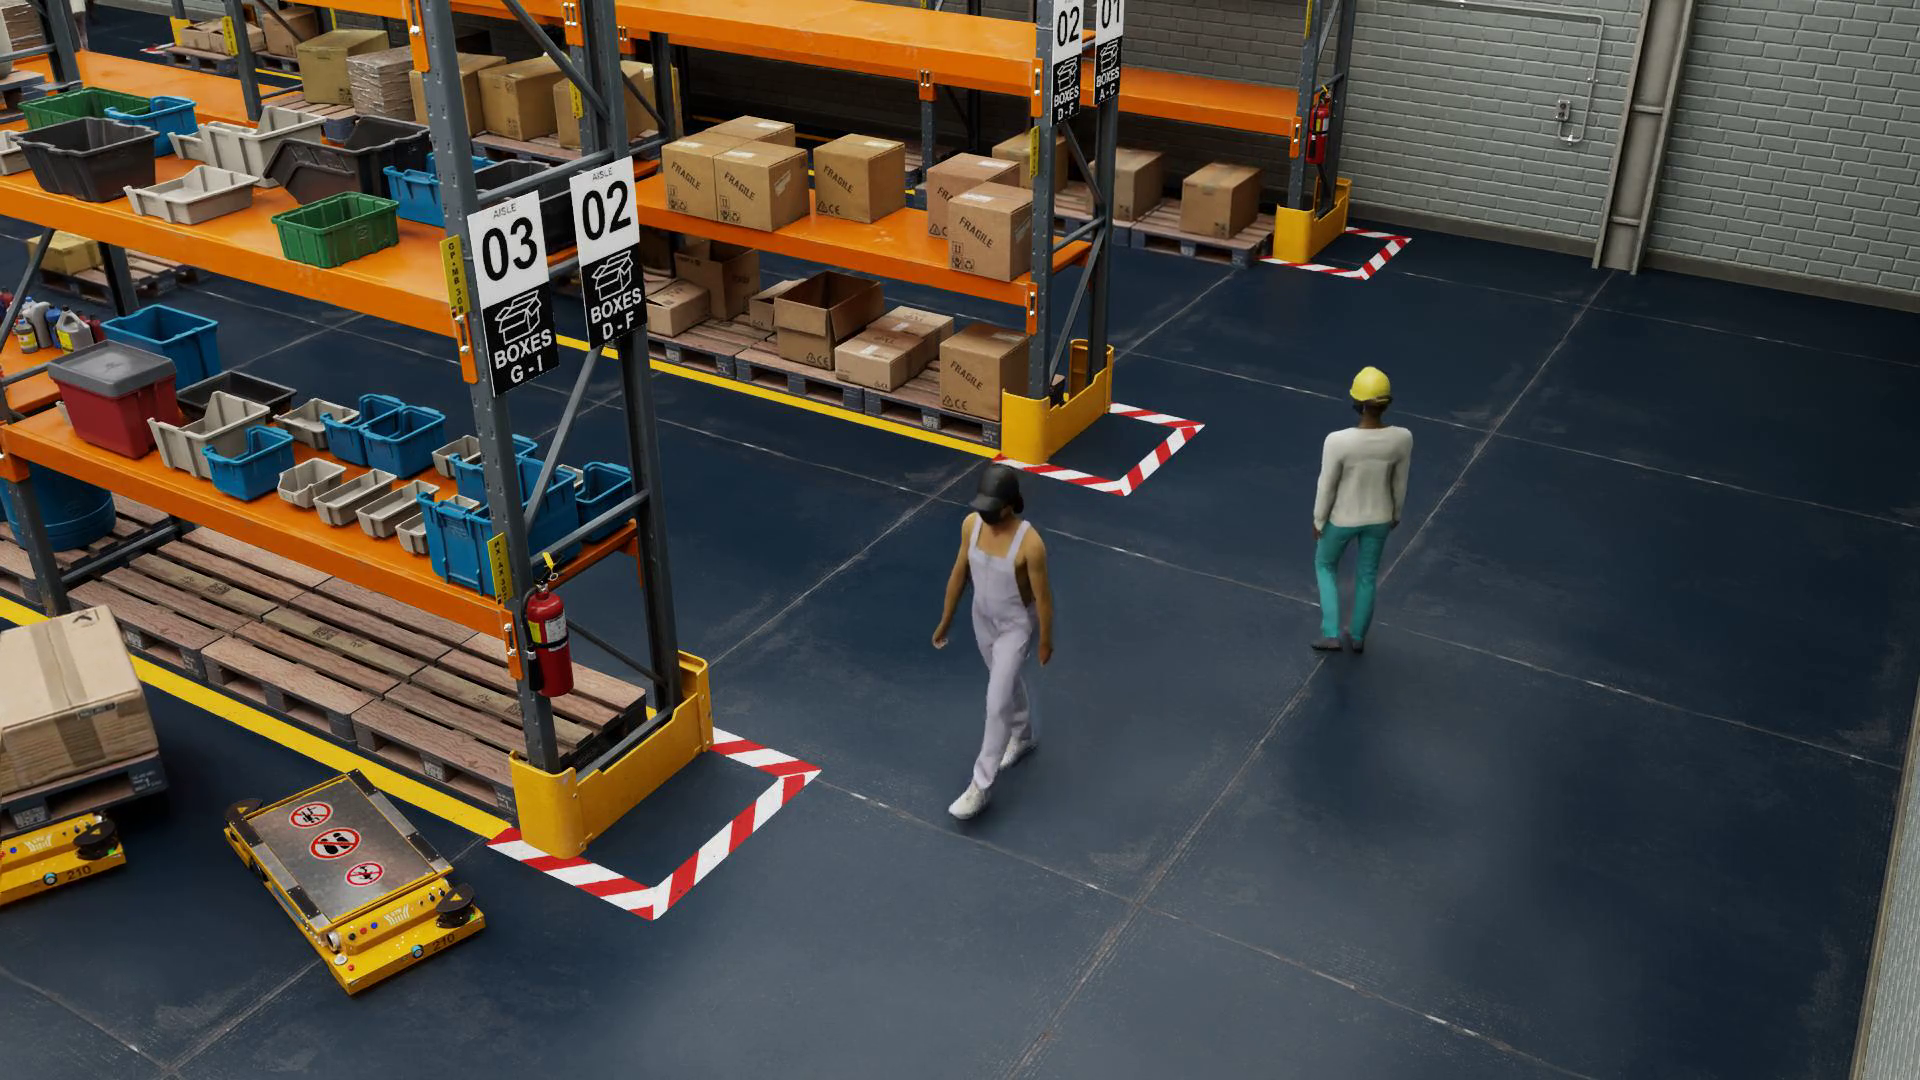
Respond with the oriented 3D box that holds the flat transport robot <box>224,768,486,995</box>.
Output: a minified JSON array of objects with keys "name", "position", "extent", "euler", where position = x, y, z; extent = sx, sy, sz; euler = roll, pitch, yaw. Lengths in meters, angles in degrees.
[{"name":"flat transport robot","position":[-2.885,1.553,7.847],"extent":[0.659,0.231,1.431],"euler":[-24,37,-36]}]

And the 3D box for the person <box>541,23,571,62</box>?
[{"name":"person","position":[-4.130,-4.468,17.181],"extent":[0.315,1.695,0.539],"euler":[-24,37,-37]}]

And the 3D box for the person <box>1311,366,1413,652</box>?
[{"name":"person","position":[2.236,-0.139,9.351],"extent":[0.537,1.765,0.330],"euler":[-3,29,-6]}]

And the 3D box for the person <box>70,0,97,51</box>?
[{"name":"person","position":[-11.326,-6.711,21.108],"extent":[0.961,1.795,0.569],"euler":[23,37,36]}]

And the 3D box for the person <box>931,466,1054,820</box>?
[{"name":"person","position":[0.131,0.466,8.199],"extent":[0.523,1.823,0.913],"euler":[24,37,37]}]

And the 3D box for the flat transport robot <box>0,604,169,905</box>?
[{"name":"flat transport robot","position":[-4.672,1.286,8.327],"extent":[0.659,0.231,1.431],"euler":[-18,34,-29]}]
